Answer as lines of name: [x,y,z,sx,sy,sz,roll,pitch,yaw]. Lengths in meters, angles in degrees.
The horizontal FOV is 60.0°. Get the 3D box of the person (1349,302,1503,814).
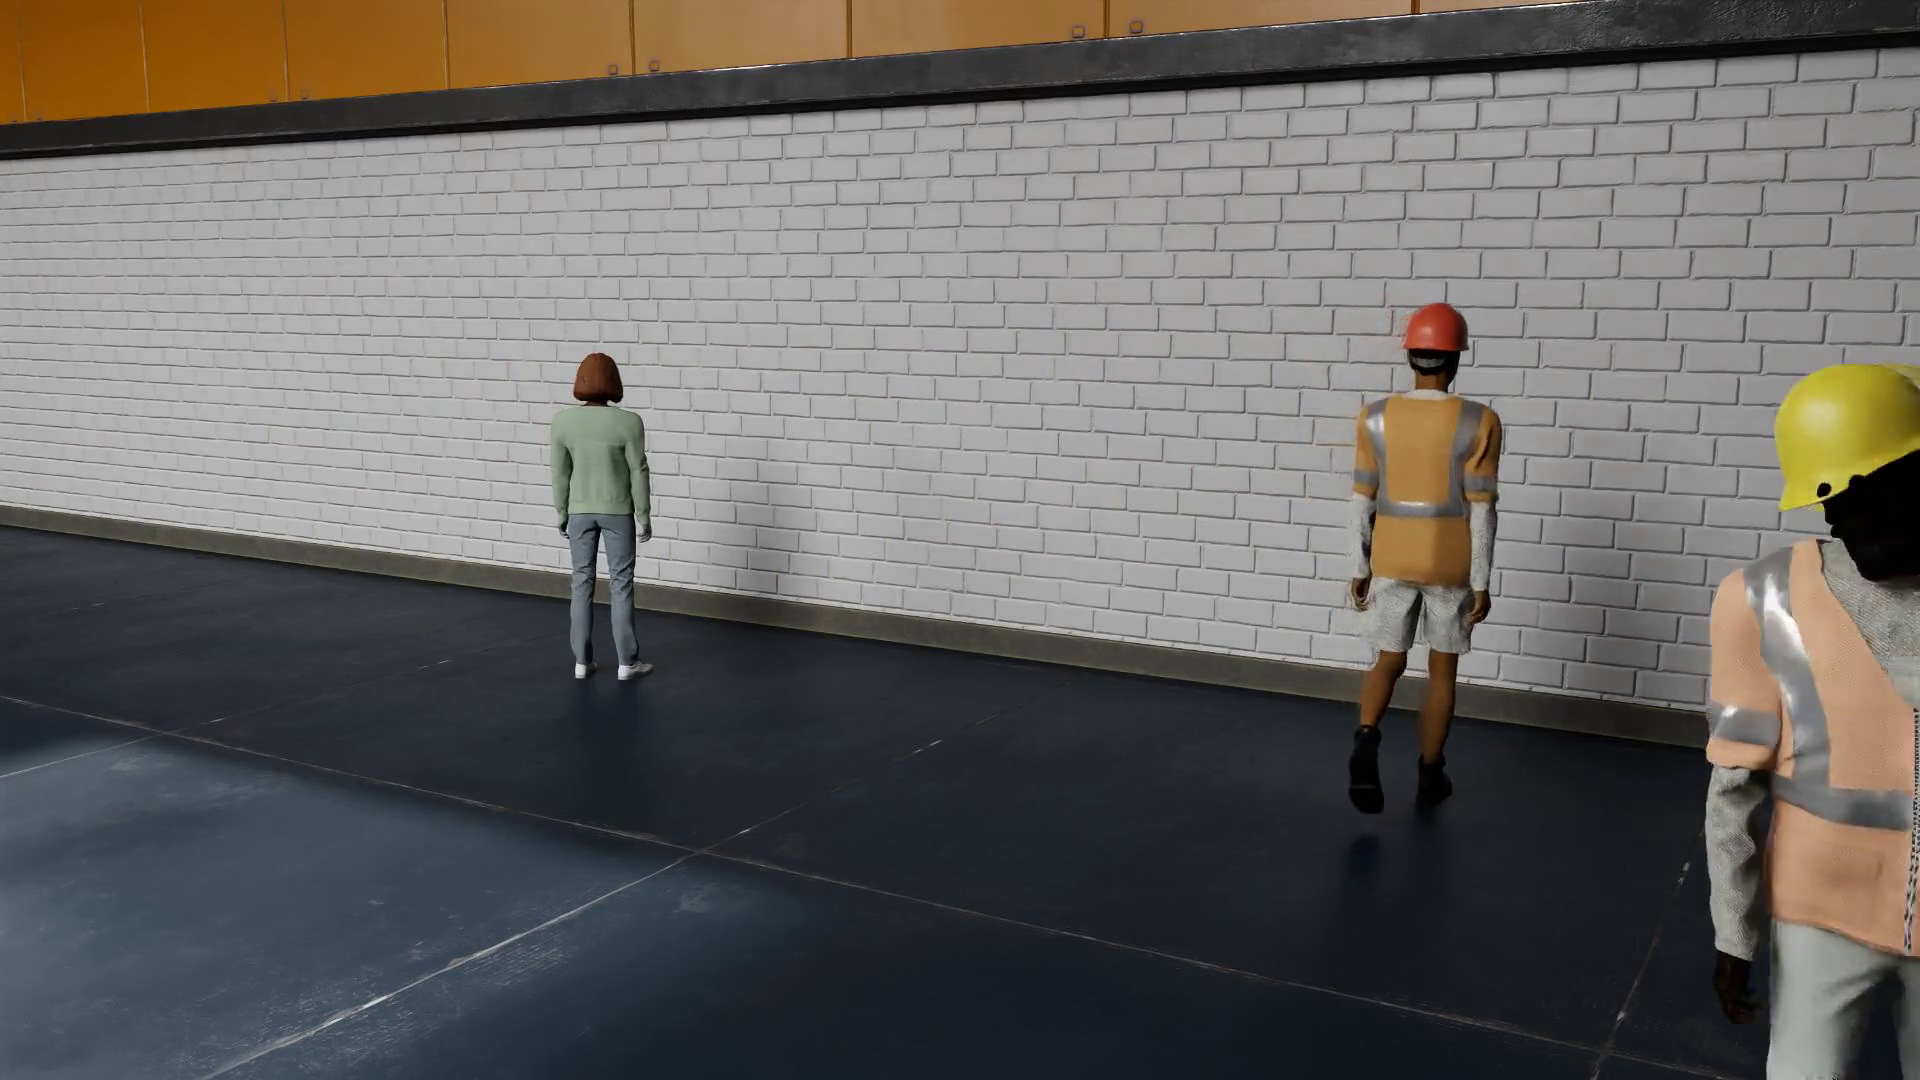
person: [1.679,0.092,6.126,0.545,1.921,0.730,6,11,31]

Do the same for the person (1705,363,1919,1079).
person: [1.664,0.638,2.852,0.751,1.874,0.425,3,9,16]

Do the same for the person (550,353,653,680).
person: [-1.780,-0.112,8.290,0.507,1.632,0.278,2,9,10]
